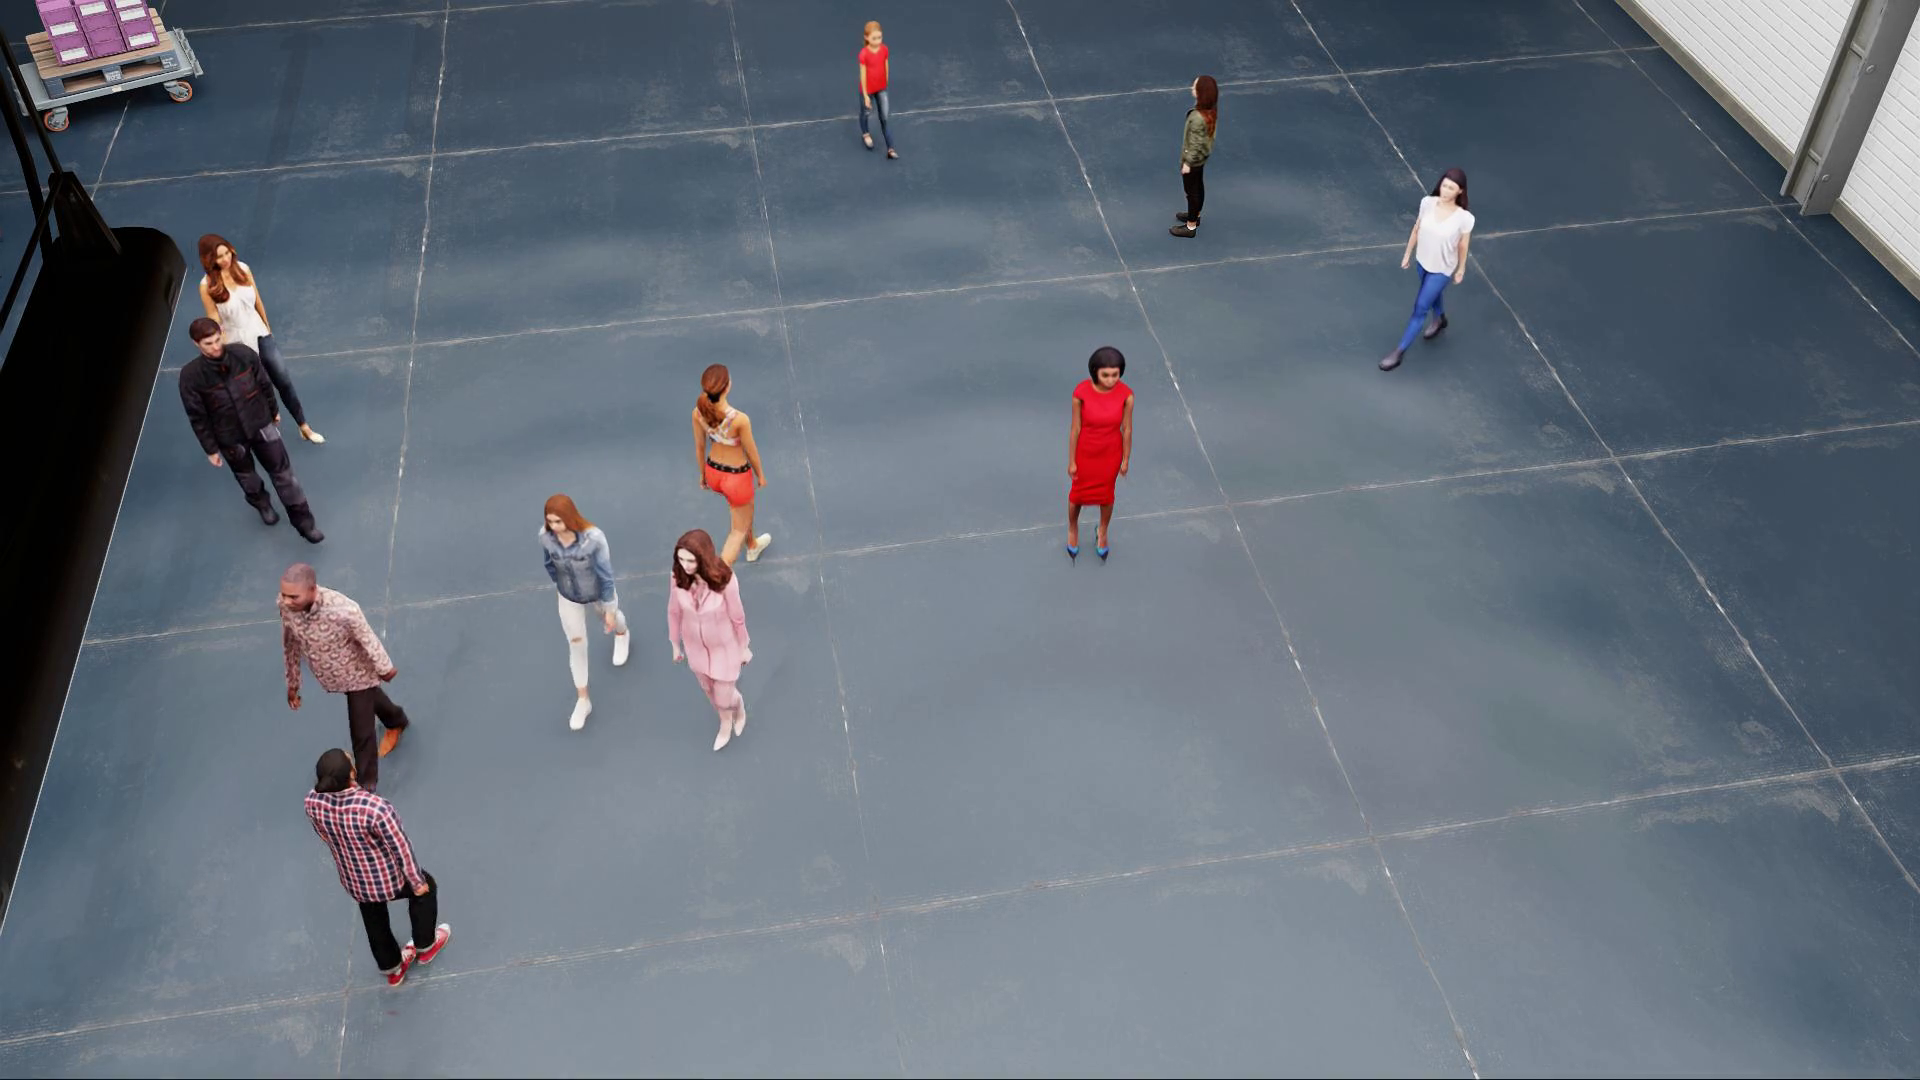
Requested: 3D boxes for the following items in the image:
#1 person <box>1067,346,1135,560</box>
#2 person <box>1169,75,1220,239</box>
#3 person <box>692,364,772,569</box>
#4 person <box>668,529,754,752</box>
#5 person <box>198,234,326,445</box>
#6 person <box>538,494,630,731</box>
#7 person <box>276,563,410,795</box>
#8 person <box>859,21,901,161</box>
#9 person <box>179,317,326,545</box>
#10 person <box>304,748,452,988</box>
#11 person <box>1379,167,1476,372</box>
[{"bbox_3d":[0.922,-0.579,11.161,0.595,1.741,0.546,-1,44,-1],"label":"person"},{"bbox_3d":[2.018,-3.286,14.195,0.716,1.476,0.607,14,45,14],"label":"person"},{"bbox_3d":[-1.534,-0.343,10.895,0.988,1.765,1.157,17,46,17],"label":"person"},{"bbox_3d":[-1.437,0.562,9.930,0.756,1.787,0.787,12,45,13],"label":"person"},{"bbox_3d":[-5.236,-1.466,12.075,0.987,1.765,0.897,31,52,28],"label":"person"},{"bbox_3d":[-2.279,0.280,10.320,0.802,1.658,1.165,3,44,3],"label":"person"},{"bbox_3d":[-3.571,0.693,9.811,1.045,1.762,1.216,15,46,16],"label":"person"},{"bbox_3d":[-0.831,-4.151,15.244,0.630,1.280,0.924,-19,47,-19],"label":"person"},{"bbox_3d":[-4.926,-0.805,11.347,1.000,1.811,1.128,-28,50,-26],"label":"person"},{"bbox_3d":[-3.072,1.773,8.684,0.843,1.752,0.824,6,44,7],"label":"person"},{"bbox_3d":[3.712,-2.133,12.868,1.073,1.637,1.164,-32,52,-29],"label":"person"}]
